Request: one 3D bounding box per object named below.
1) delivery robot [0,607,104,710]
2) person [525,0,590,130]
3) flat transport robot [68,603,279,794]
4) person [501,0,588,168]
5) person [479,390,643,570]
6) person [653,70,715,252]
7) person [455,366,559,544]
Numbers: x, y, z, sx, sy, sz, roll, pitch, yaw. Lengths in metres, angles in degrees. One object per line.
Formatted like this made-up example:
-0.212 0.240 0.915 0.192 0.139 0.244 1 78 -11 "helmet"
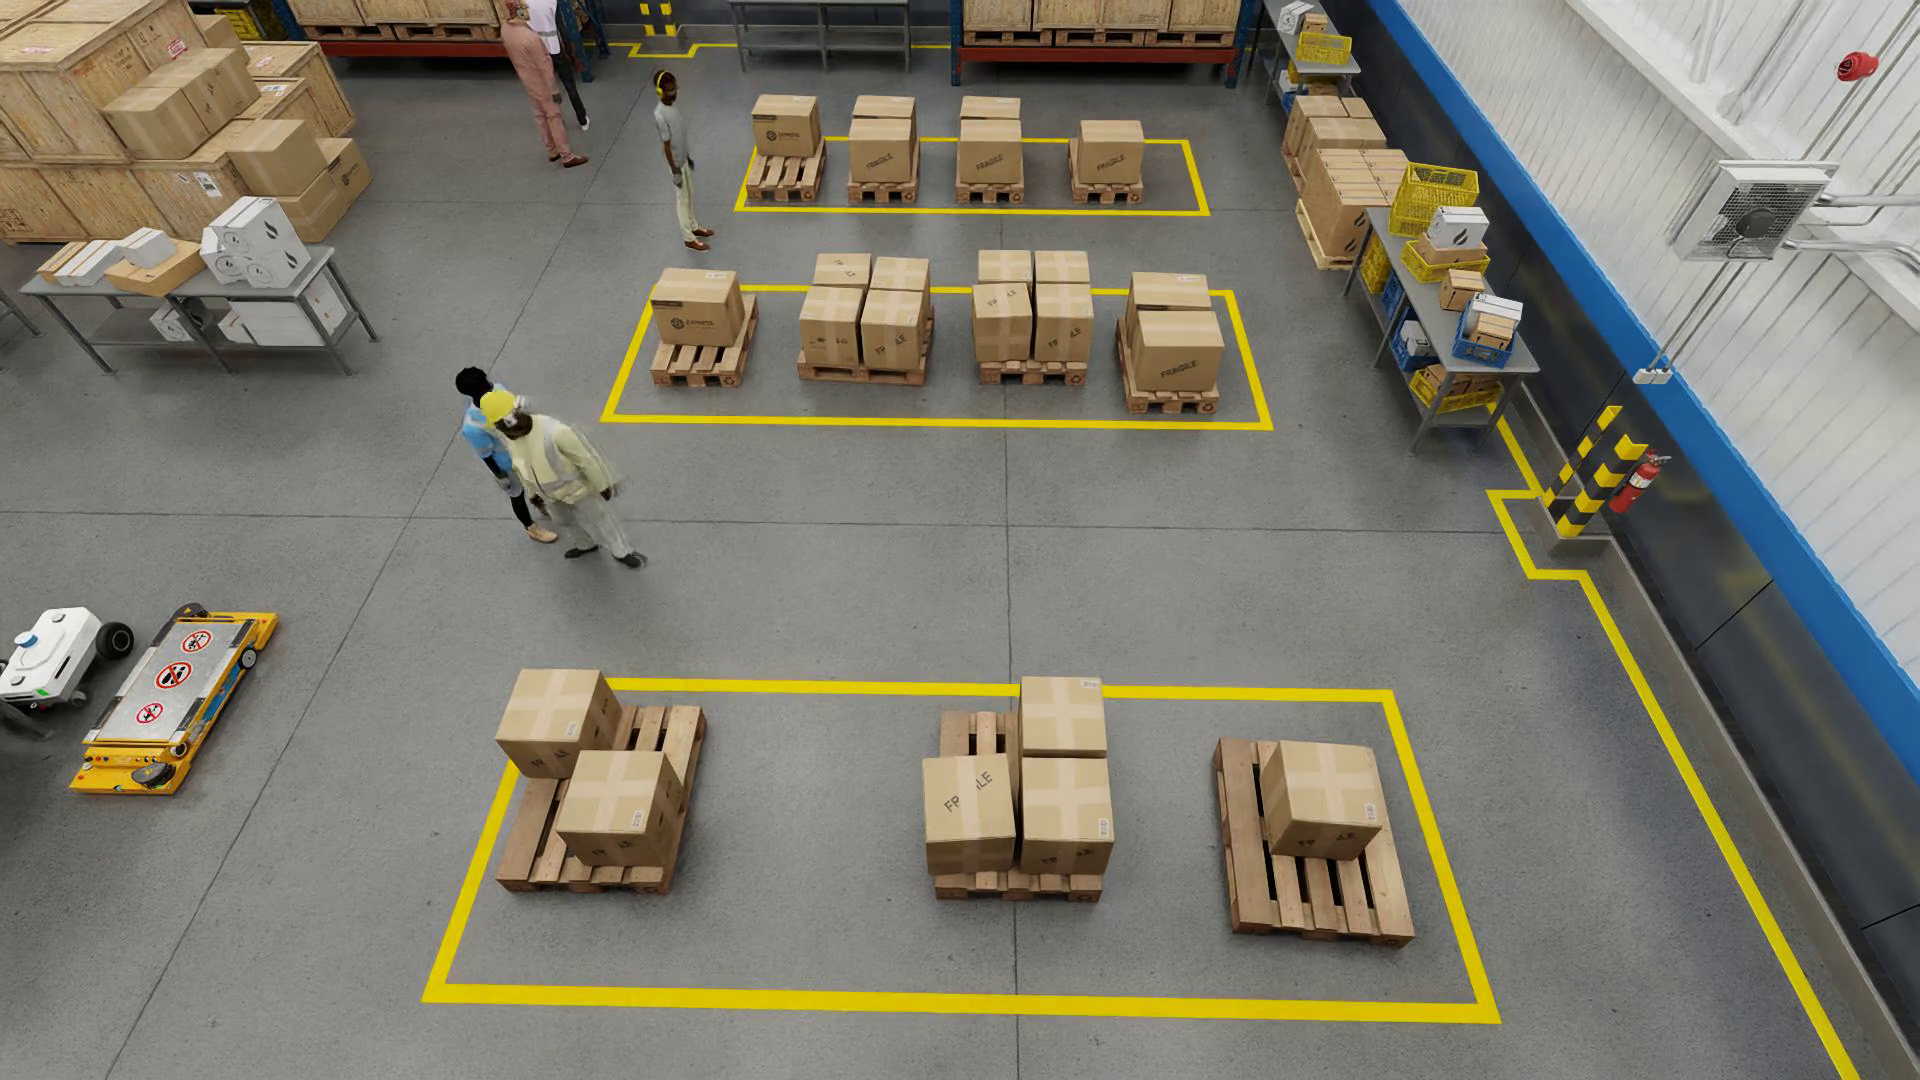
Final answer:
-6.369 0.820 6.411 0.477 0.478 0.707 -4 50 -3 "delivery robot"
-5.138 -6.094 11.445 0.585 1.910 0.389 -12 51 -10 "person"
-5.504 1.072 6.442 0.652 0.197 1.431 1 50 1 "flat transport robot"
-4.963 -5.428 10.878 0.645 1.907 0.400 32 57 24 "person"
-2.860 -0.379 6.694 0.710 1.785 0.407 9 50 7 "person"
-2.949 -3.999 9.698 0.333 1.864 0.515 2 50 1 "person"
-3.413 -0.638 6.968 0.319 1.691 0.534 6 50 5 "person"
